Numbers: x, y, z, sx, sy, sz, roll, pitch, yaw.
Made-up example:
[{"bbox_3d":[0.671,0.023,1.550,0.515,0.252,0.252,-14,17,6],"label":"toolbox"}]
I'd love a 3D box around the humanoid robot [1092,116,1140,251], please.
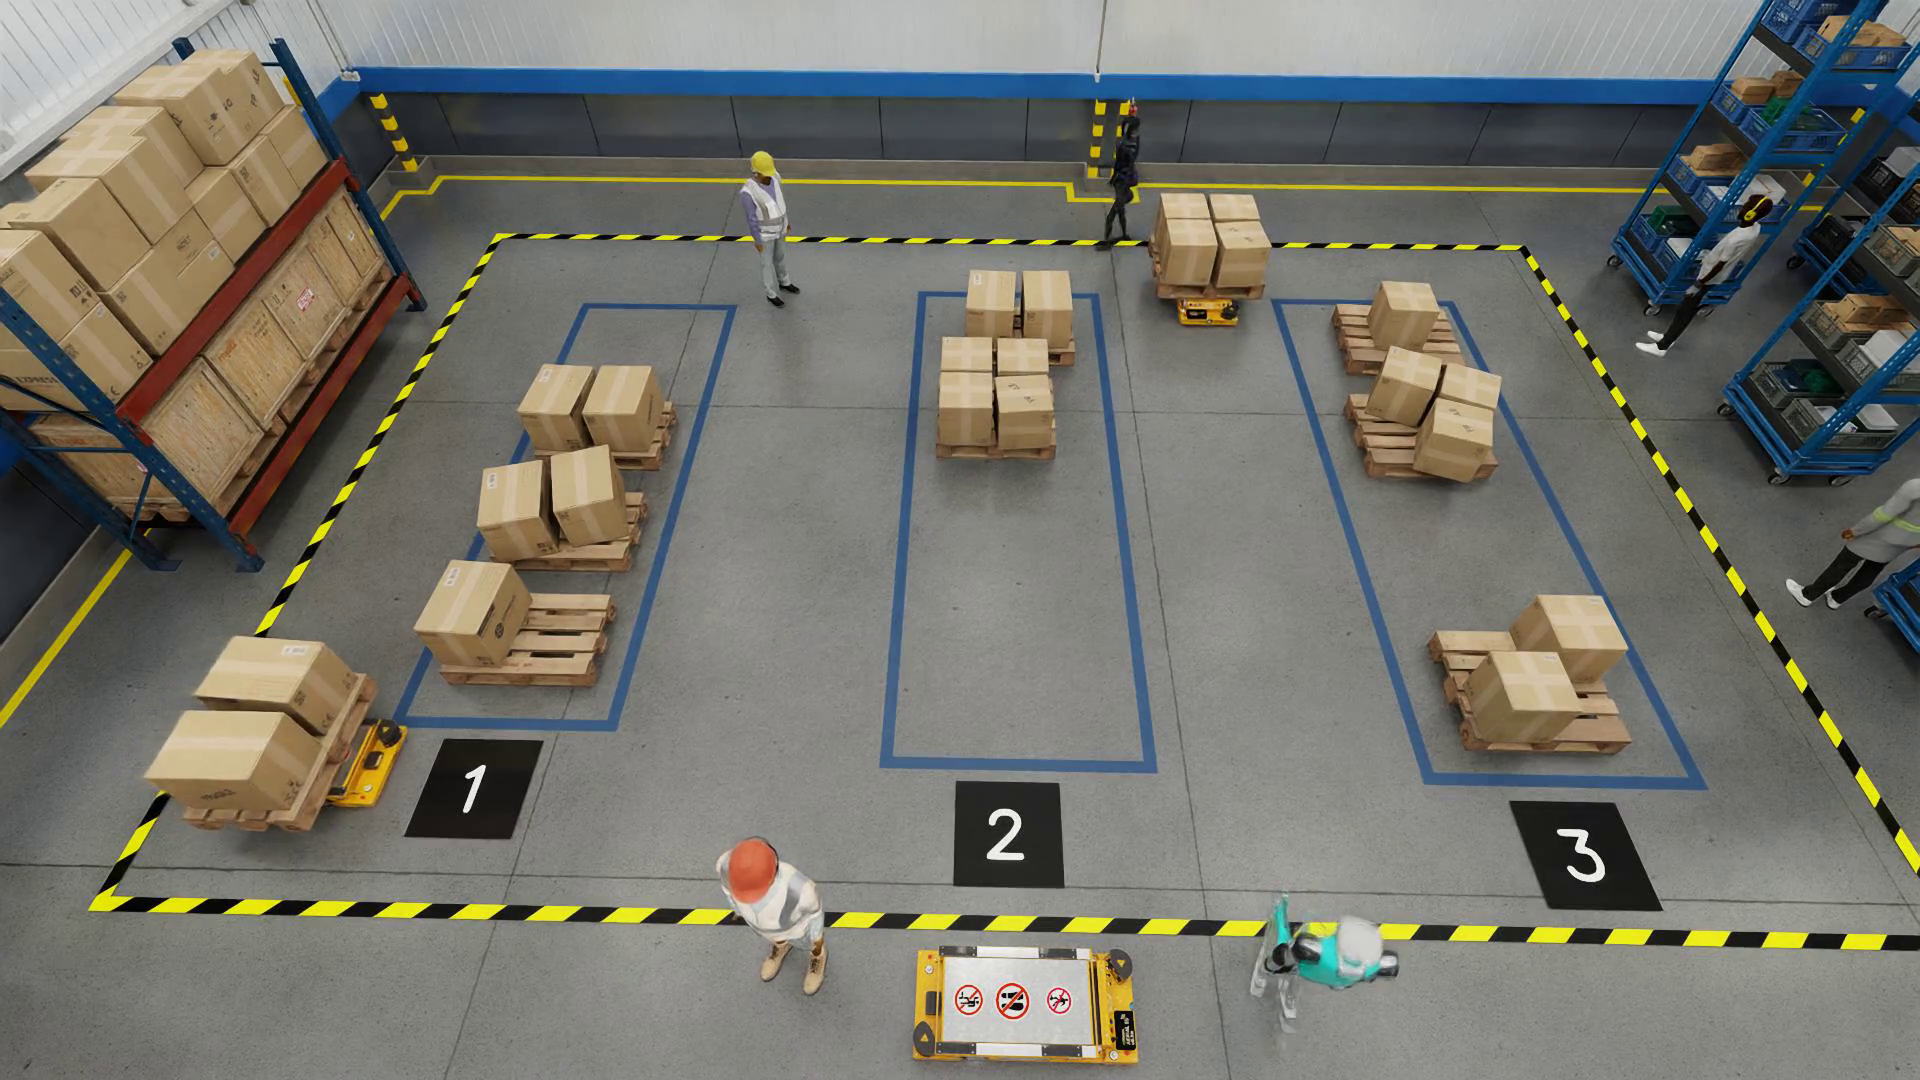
[{"bbox_3d":[1.929,-4.314,11.098,0.567,1.640,0.595,-7,51,-6],"label":"humanoid robot"}]

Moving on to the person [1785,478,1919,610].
[{"bbox_3d":[7.648,-0.080,7.529,0.596,1.850,0.385,8,51,6],"label":"person"}]

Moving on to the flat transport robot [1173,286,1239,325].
[{"bbox_3d":[2.894,-3.097,10.993,0.652,0.197,1.431,1,51,1],"label":"flat transport robot"}]

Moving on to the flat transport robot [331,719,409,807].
[{"bbox_3d":[-5.133,1.702,7.081,1.431,0.197,0.652,1,51,1],"label":"flat transport robot"}]

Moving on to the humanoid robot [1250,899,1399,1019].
[{"bbox_3d":[2.113,2.391,5.506,0.533,1.679,0.736,9,51,7],"label":"humanoid robot"}]

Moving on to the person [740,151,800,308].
[{"bbox_3d":[-2.127,-3.507,10.343,0.404,1.822,0.586,25,55,19],"label":"person"}]

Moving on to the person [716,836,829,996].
[{"bbox_3d":[-1.101,2.271,5.489,0.613,2.045,0.363,14,52,11],"label":"person"}]

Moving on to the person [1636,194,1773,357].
[{"bbox_3d":[7.909,-2.785,9.723,0.527,1.871,0.322,-33,58,-24],"label":"person"}]

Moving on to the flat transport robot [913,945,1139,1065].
[{"bbox_3d":[0.422,3.041,6.007,1.431,0.231,0.659,1,51,1],"label":"flat transport robot"}]
